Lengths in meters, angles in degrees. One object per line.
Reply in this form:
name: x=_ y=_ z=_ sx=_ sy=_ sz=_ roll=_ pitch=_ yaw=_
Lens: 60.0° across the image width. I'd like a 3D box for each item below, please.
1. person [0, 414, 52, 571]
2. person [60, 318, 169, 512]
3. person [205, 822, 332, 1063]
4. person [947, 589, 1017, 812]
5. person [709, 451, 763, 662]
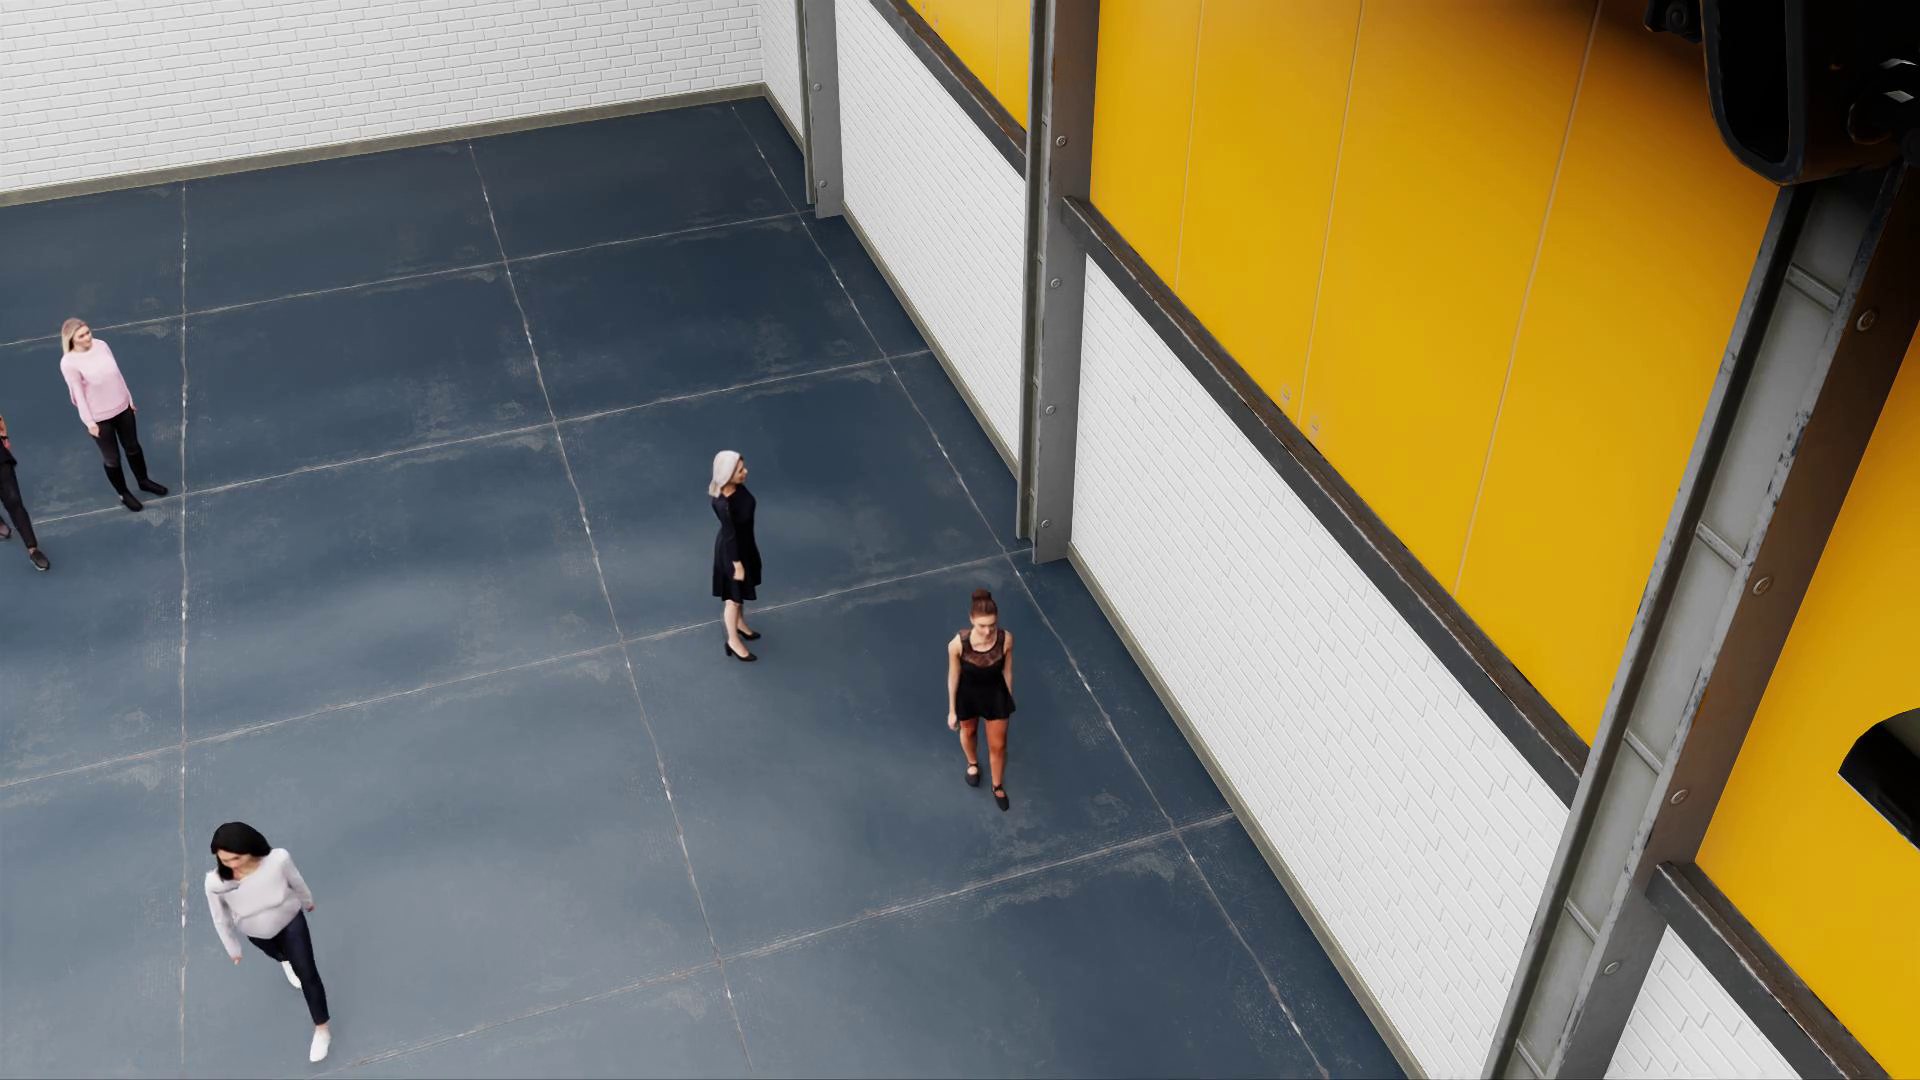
person: x=-7.365 y=-0.656 z=12.403 sx=1.284 sy=1.823 sz=0.999 roll=32 pitch=48 yaw=33
person: x=-6.656 y=-1.006 z=12.951 sx=0.744 sy=1.686 sz=0.685 roll=17 pitch=41 yaw=20
person: x=-3.803 y=2.033 z=9.171 sx=0.697 sy=1.654 sz=1.124 roll=-20 pitch=43 yaw=-23
person: x=0.122 y=0.926 z=10.551 sx=0.703 sy=1.662 sz=0.807 roll=-1 pitch=39 yaw=-1
person: x=-1.548 y=0.096 z=11.528 sx=0.761 sy=1.741 sz=0.639 roll=2 pitch=39 yaw=3
